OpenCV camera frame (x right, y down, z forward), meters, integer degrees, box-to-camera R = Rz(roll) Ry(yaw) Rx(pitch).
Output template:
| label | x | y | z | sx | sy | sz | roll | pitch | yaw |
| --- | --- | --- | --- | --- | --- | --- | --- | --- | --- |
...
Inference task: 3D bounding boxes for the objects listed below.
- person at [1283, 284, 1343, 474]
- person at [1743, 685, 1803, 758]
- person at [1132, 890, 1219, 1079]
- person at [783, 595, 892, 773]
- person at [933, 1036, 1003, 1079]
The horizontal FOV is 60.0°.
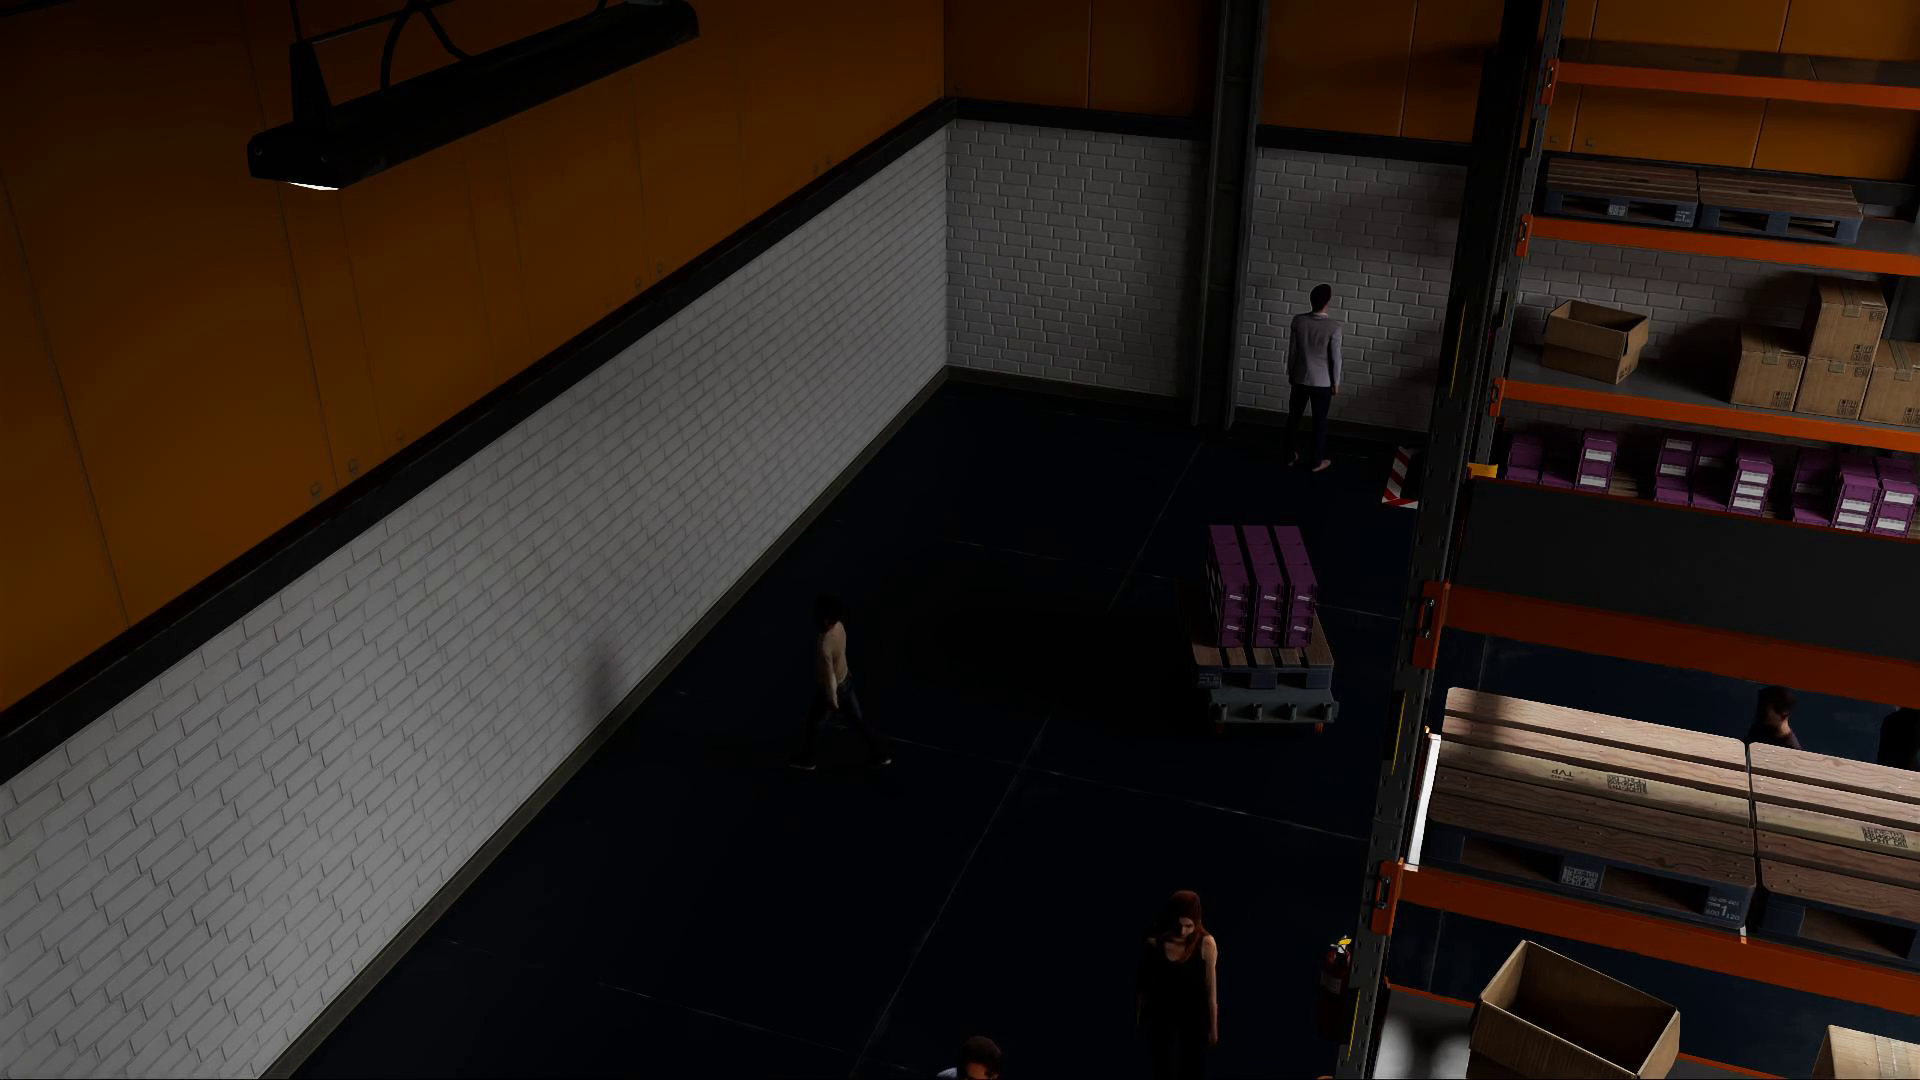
| label | x | y | z | sx | sy | sz | roll | pitch | yaw |
| --- | --- | --- | --- | --- | --- | --- | --- | --- | --- |
| person | 3.349 | -1.543 | 15.816 | 0.594 | 1.853 | 0.784 | 17 | 33 | 28 |
| person | 4.873 | 1.664 | 9.973 | 1.251 | 1.817 | 1.001 | -2 | 29 | -3 |
| person | 1.161 | 2.424 | 8.692 | 0.642 | 1.709 | 0.657 | 10 | 30 | 18 |
| person | -0.799 | 1.023 | 11.538 | 1.008 | 1.444 | 0.584 | 7 | 29 | 13 |
| person | 0.107 | 2.925 | 7.687 | 0.970 | 1.793 | 0.938 | 24 | 37 | 37 |
